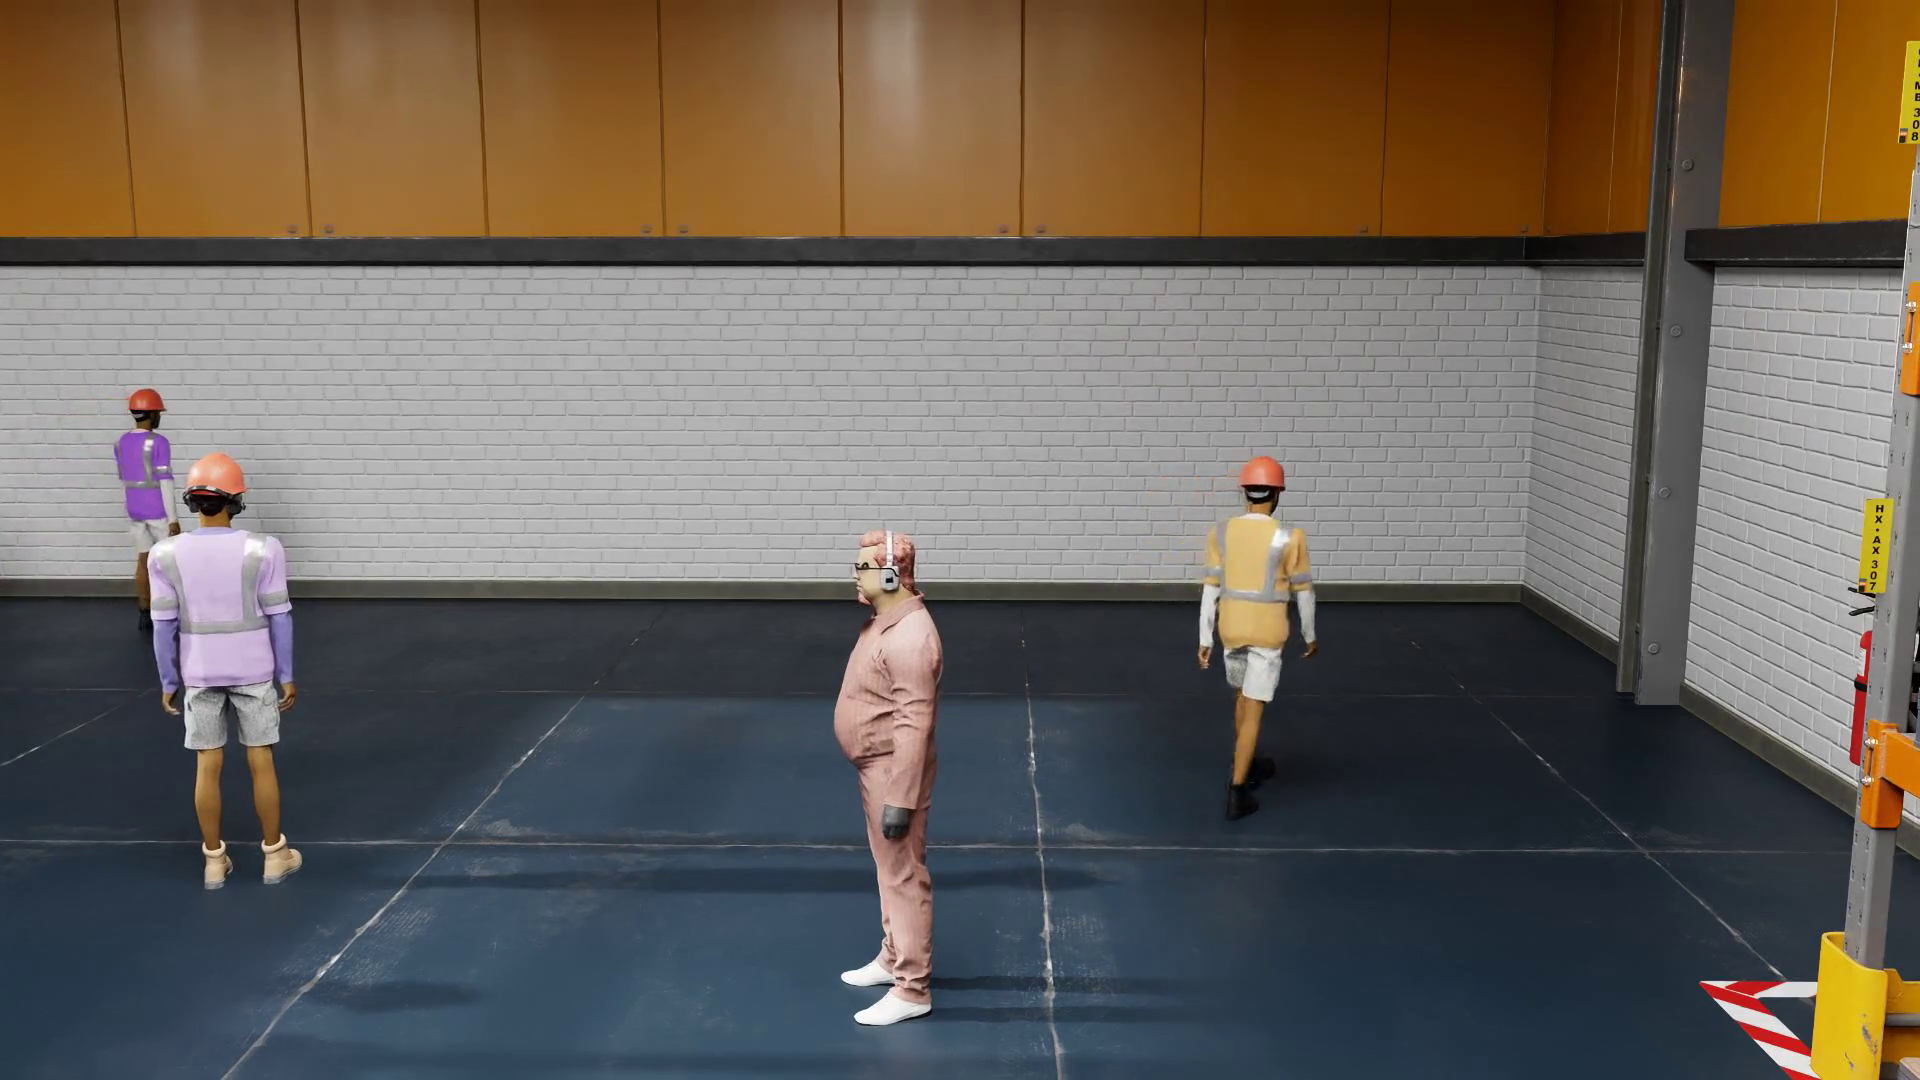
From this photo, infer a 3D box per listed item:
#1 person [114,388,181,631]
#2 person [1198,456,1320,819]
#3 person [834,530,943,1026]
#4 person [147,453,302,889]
[{"bbox_3d":[-6.396,-0.232,13.188,0.563,1.933,0.381,4,10,23],"label":"person"},{"bbox_3d":[1.632,0.496,8.963,0.557,1.886,0.923,7,12,36],"label":"person"},{"bbox_3d":[-0.282,0.906,6.449,0.409,1.907,0.648,-2,10,-10],"label":"person"},{"bbox_3d":[-3.425,0.614,7.785,0.607,2.045,0.390,-2,10,-9],"label":"person"}]
